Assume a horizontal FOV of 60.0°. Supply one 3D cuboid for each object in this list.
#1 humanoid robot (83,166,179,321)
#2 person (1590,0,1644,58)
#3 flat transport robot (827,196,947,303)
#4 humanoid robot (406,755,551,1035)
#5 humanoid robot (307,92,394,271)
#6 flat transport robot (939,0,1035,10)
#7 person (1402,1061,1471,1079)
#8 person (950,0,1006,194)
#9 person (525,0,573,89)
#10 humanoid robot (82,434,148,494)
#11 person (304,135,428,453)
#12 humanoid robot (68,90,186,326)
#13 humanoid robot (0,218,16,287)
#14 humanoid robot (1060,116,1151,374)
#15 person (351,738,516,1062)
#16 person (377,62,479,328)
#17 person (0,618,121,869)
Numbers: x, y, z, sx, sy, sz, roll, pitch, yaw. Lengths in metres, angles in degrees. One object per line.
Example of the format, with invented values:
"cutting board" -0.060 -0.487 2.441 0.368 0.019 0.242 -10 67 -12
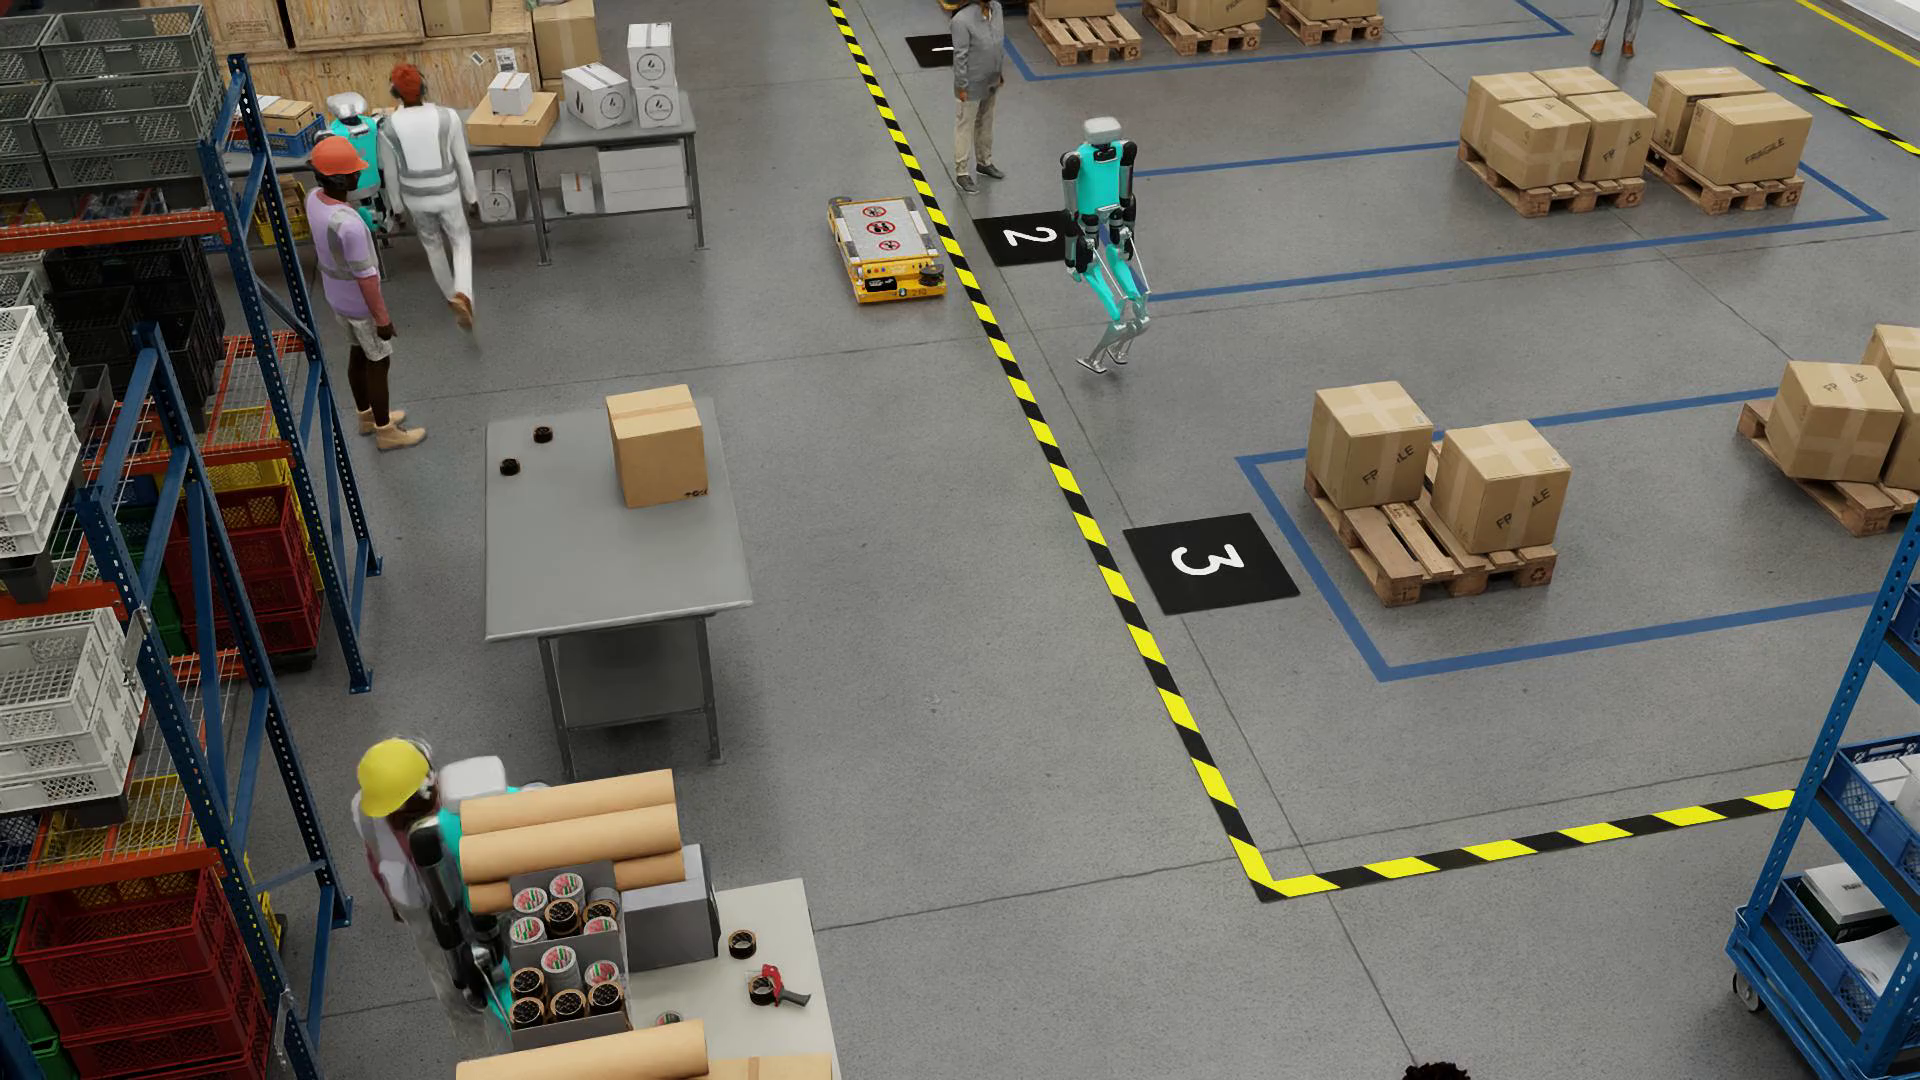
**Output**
"humanoid robot" -5.239 -1.586 10.513 0.546 1.649 0.591 14 39 18
"person" 6.331 -5.460 15.539 0.589 1.883 0.383 10 38 13
"flat transport robot" -0.570 -2.220 12.538 0.659 0.231 1.431 -8 37 -10
"humanoid robot" -1.575 1.662 6.111 0.542 1.785 0.818 -16 40 -20
"humanoid robot" -4.204 -2.269 11.357 0.855 1.734 0.562 27 45 32
"flat transport robot" 0.475 -5.736 17.239 1.431 0.197 0.652 -8 37 -10
"person" 1.293 2.275 5.075 0.612 1.963 0.362 13 39 17
"person" 0.136 -3.674 13.234 0.397 1.769 0.567 26 44 30
"person" -3.468 -4.564 14.292 0.411 1.939 0.602 23 42 28
"humanoid robot" -4.973 -0.822 9.503 0.754 1.625 0.609 2 37 3
"person" -3.610 -1.472 10.060 0.404 2.033 0.608 -27 44 -32
"humanoid robot" -5.959 -2.142 11.238 0.993 1.771 0.532 -7 37 -10
"humanoid robot" -6.579 -1.962 11.037 0.748 1.627 0.600 8 37 11
"humanoid robot" 0.994 -1.818 10.654 0.533 1.677 0.735 -18 40 -22
"person" -1.939 1.394 6.412 0.621 1.811 0.710 0 37 1
"person" -3.596 -2.318 11.337 0.585 1.866 0.701 -9 38 -11
"person" -4.148 0.778 7.190 0.634 1.841 0.429 -16 39 -20
